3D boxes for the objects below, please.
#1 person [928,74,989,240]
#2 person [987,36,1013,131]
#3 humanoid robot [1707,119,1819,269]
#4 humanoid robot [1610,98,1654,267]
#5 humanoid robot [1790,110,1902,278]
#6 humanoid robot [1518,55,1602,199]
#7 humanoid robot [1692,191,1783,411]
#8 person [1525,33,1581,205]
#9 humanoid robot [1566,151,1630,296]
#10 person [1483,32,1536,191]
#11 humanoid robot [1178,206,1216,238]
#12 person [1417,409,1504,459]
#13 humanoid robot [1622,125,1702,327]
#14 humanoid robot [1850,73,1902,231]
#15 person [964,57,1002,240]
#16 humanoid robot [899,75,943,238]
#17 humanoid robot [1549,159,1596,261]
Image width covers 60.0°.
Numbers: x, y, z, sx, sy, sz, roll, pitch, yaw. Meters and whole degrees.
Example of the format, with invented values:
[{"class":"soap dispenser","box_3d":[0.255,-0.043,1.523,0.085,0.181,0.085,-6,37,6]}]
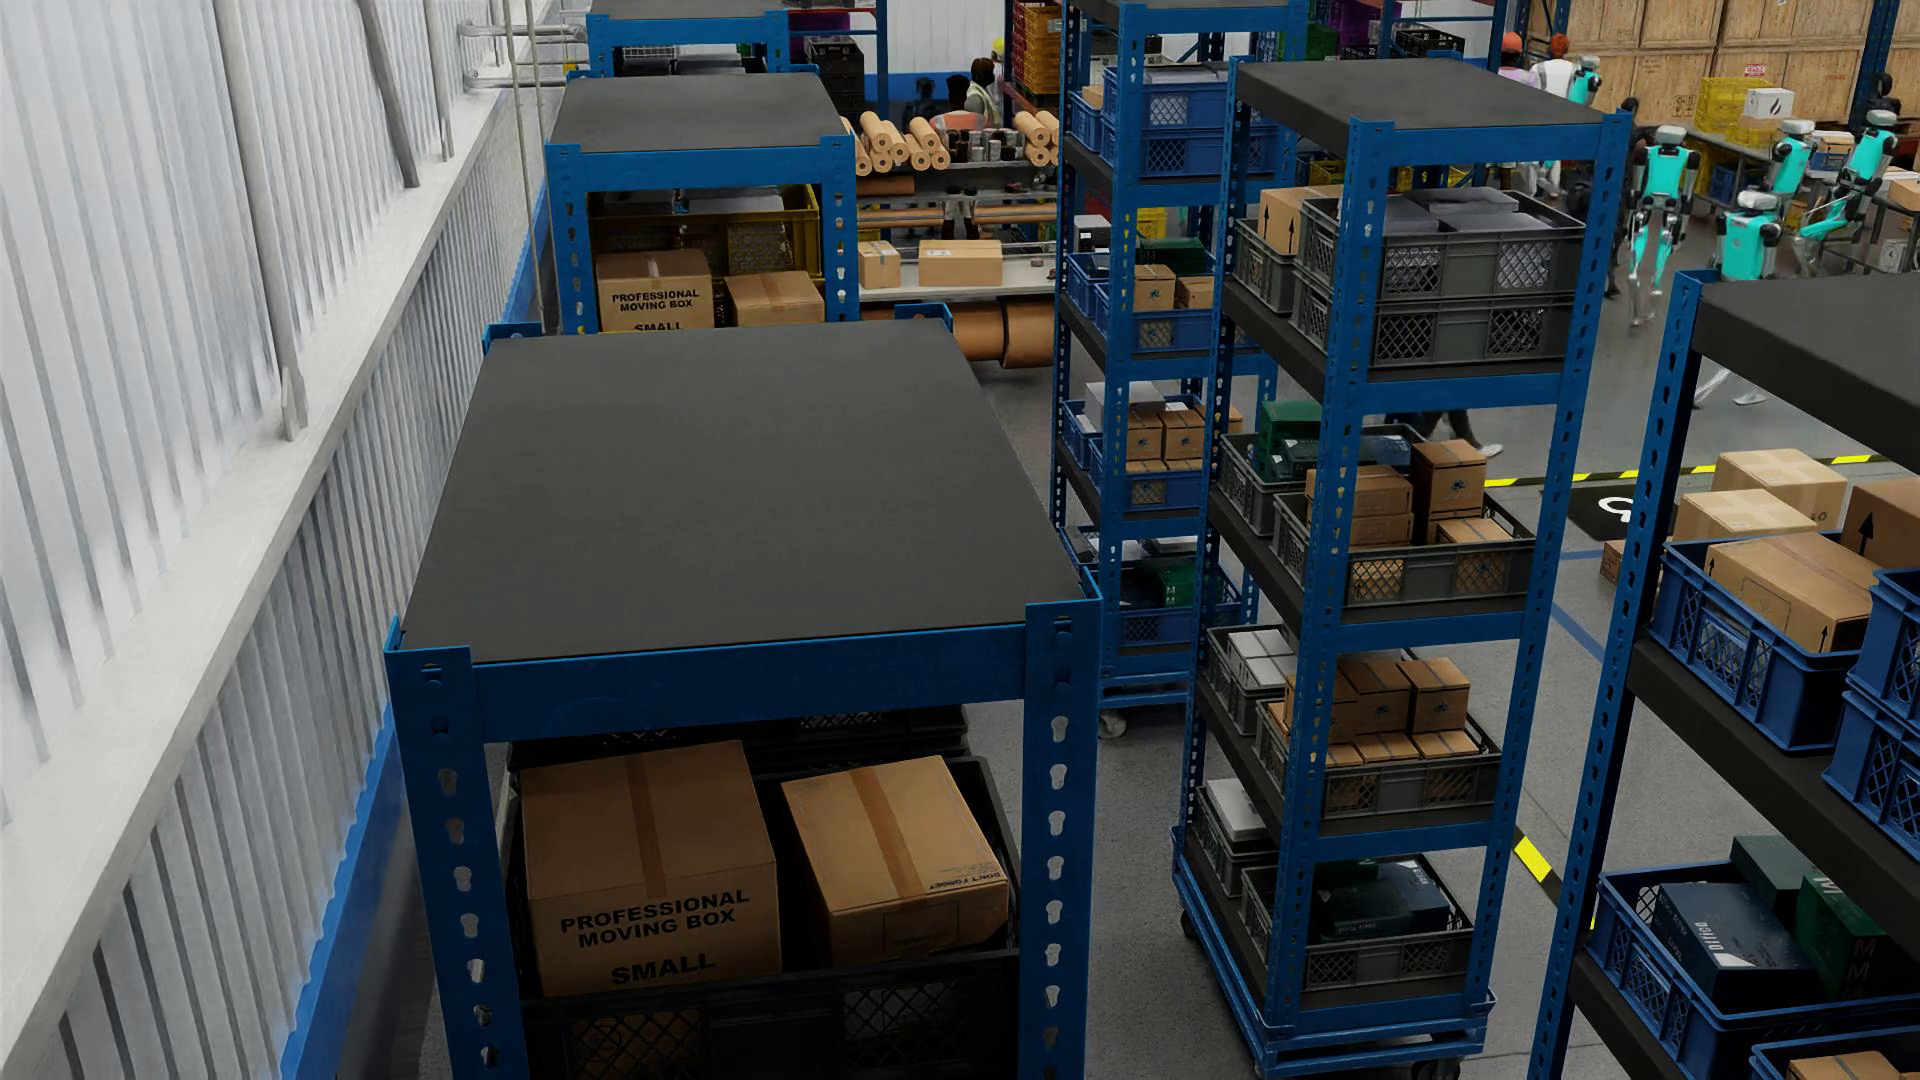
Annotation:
[{"class":"person","box_3d":[-0.021,-3.354,15.558,0.613,1.963,0.361,-7,26,-16]},{"class":"person","box_3d":[0.399,-4.760,18.815,0.448,1.809,0.641,-14,28,-27]},{"class":"humanoid robot","box_3d":[7.045,-2.868,14.883,0.568,1.855,0.839,-15,29,-30]},{"class":"humanoid robot","box_3d":[6.447,-3.481,16.203,0.589,1.631,0.680,17,29,32]},{"class":"humanoid robot","box_3d":[7.883,-3.003,15.111,0.899,1.756,0.545,-2,25,-5]},{"class":"humanoid robot","box_3d":[6.414,-4.367,18.021,0.987,1.706,0.530,-1,25,-1]},{"class":"humanoid robot","box_3d":[5.868,-1.730,12.304,1.034,1.732,0.545,-11,27,-22]},{"class":"person","box_3d":[6.555,-4.680,18.551,0.587,1.876,0.368,0,25,0]},{"class":"humanoid robot","box_3d":[5.914,-3.081,15.375,0.616,1.632,0.771,-6,25,-13]},{"class":"person","box_3d":[5.660,-4.275,17.467,0.606,2.048,0.366,6,25,13]},{"class":"humanoid robot","box_3d":[2.315,-3.523,16.314,0.538,1.883,0.707,-4,25,-10]},{"class":"person","box_3d":[3.403,-1.268,11.206,0.937,1.813,0.609,-6,25,-12]},{"class":"humanoid robot","box_3d":[5.922,-2.615,14.199,0.531,1.739,0.950,11,27,22]},{"class":"humanoid robot","box_3d":[9.640,-4.100,17.589,0.590,1.628,0.782,-5,25,-10]},{"class":"person","box_3d":[0.218,-4.057,17.235,0.429,1.841,0.631,2,25,4]},{"class":"humanoid robot","box_3d":[-0.413,-3.976,17.278,0.610,1.646,0.399,17,30,32]},{"class":"humanoid robot","box_3d":[5.130,-2.517,14.146,0.682,1.651,0.603,17,30,33]}]
